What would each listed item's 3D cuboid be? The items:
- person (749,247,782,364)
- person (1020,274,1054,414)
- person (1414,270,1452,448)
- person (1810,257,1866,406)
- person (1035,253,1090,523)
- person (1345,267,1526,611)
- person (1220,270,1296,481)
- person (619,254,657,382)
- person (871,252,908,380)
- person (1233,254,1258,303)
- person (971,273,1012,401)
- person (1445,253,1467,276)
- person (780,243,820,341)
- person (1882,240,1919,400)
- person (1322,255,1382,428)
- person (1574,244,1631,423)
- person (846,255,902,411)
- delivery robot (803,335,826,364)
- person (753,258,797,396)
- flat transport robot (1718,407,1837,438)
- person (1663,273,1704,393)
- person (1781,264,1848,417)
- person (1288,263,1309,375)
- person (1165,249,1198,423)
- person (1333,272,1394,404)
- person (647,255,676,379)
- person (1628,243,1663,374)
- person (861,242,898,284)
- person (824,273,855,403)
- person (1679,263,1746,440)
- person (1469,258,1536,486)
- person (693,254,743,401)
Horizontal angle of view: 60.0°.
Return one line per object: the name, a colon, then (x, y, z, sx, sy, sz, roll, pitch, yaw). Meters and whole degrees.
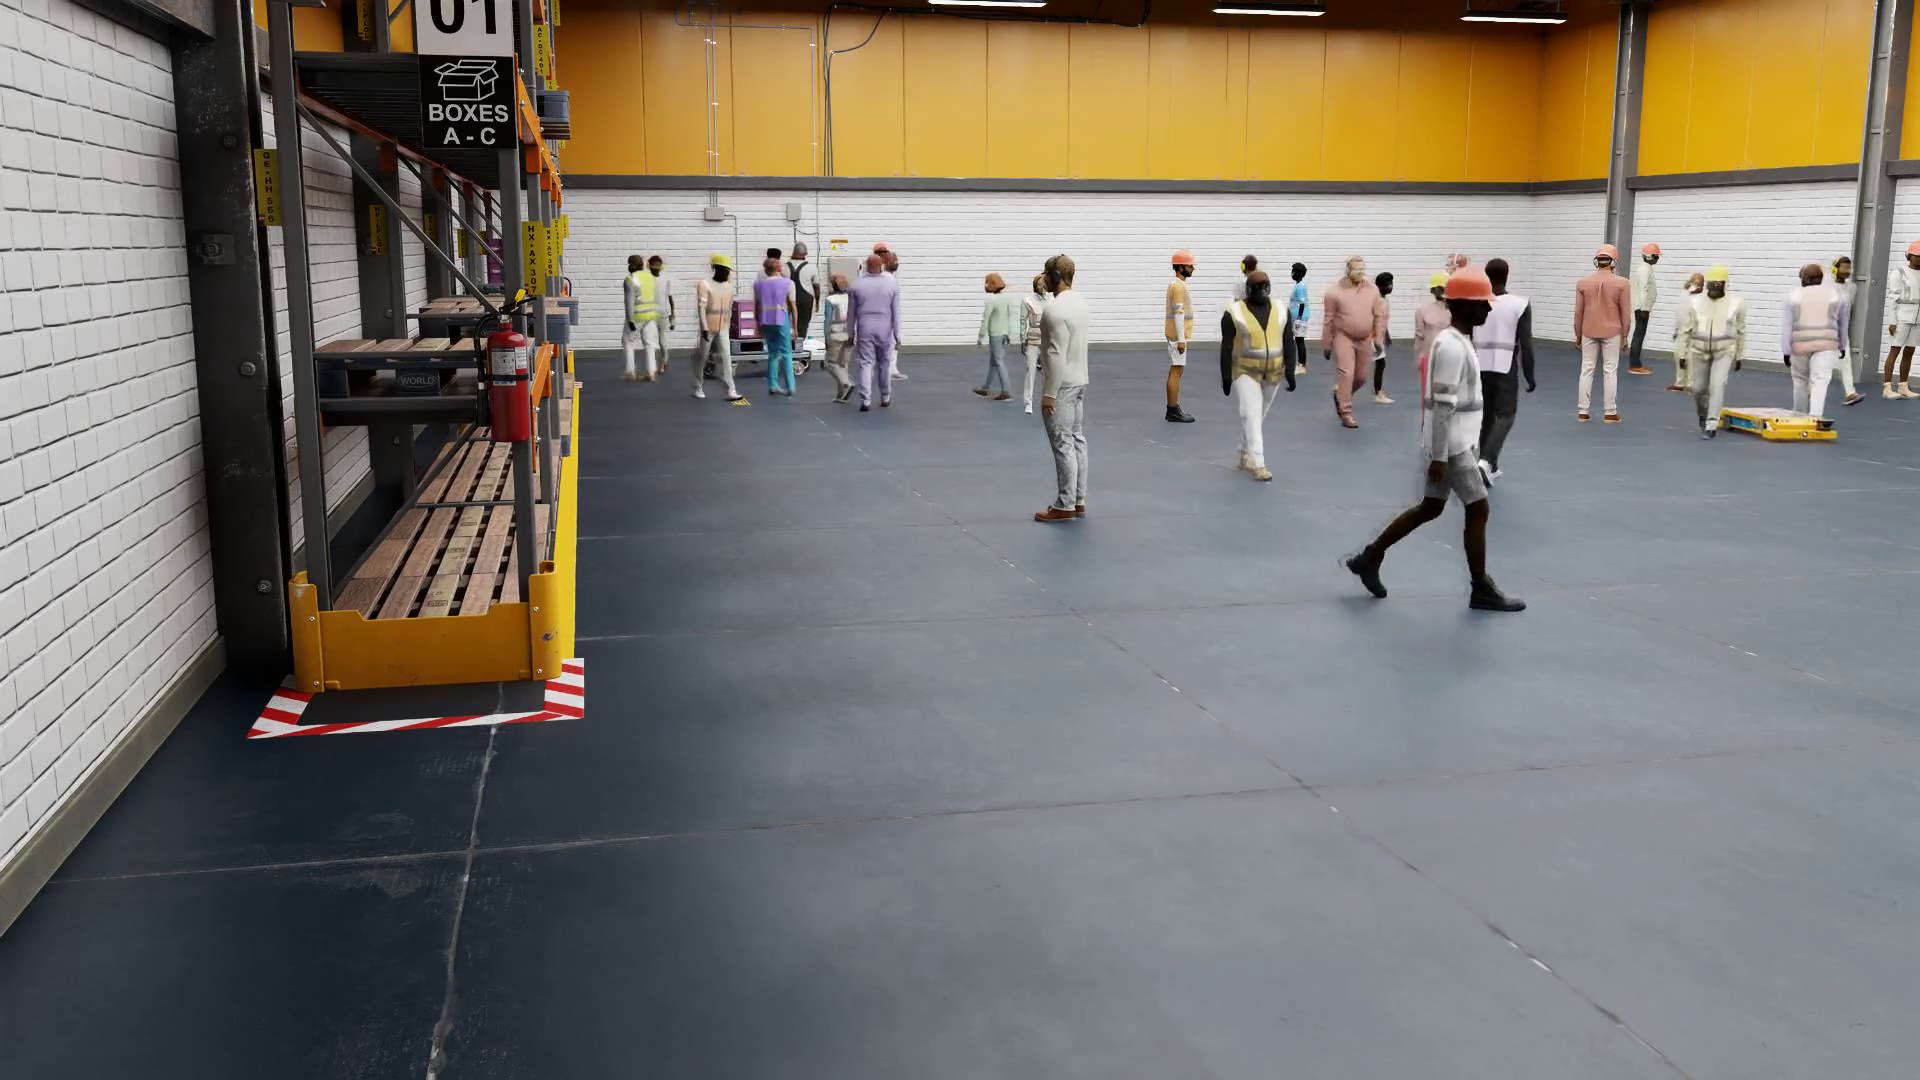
person: (-3.176, -3.774, 26.936, 0.721, 1.932, 0.617, -10, 14, -43)
person: (0.951, -2.312, 19.626, 0.523, 1.639, 0.306, -3, 11, -17)
person: (4.783, -1.812, 16.560, 0.521, 1.740, 0.782, 3, 11, 18)
person: (10.827, -2.560, 20.482, 0.556, 1.821, 0.979, -1, 10, -4)
person: (0.744, -1.091, 12.036, 0.354, 1.937, 0.635, 4, 11, 22)
person: (2.648, -0.559, 9.214, 0.946, 1.904, 0.551, 3, 11, 17)
person: (2.569, -1.438, 14.414, 0.617, 1.788, 1.007, -2, 11, -13)
person: (-4.685, -3.196, 24.010, 0.657, 1.819, 0.637, 7, 12, 34)
person: (-1.092, -3.234, 24.103, 0.607, 1.865, 0.595, -2, 10, -10)
person: (3.928, -2.938, 22.509, 0.516, 1.855, 0.602, -3, 11, -18)
person: (0.381, -2.577, 21.158, 0.688, 1.602, 0.526, 6, 12, 31)
person: (5.528, -2.232, 18.508, 0.449, 1.895, 0.653, 7, 12, 33)
person: (-2.683, -4.029, 28.027, 0.689, 2.000, 1.009, 3, 11, 14)
person: (12.174, -2.814, 21.315, 0.605, 2.036, 0.393, -3, 11, -16)
person: (4.282, -2.191, 18.292, 0.645, 1.881, 0.727, -3, 11, -16)
person: (7.170, -2.297, 18.571, 0.609, 1.991, 0.384, 7, 12, 34)
person: (-1.037, -2.503, 20.089, 0.667, 1.864, 0.906, 0, 10, 0)
delivery robot: (-2.313, -2.944, 25.878, 0.707, 0.478, 0.477, -5, 11, -27)
person: (-2.417, -2.786, 21.819, 0.575, 1.809, 0.464, 2, 10, 11)
flat transport robot: (8.525, -1.239, 17.477, 0.652, 0.197, 1.431, 0, 10, 0)
person: (9.703, -2.756, 22.190, 0.295, 1.611, 0.617, -4, 11, -19)
person: (9.061, -2.025, 17.671, 0.639, 1.783, 1.007, 5, 11, 26)
person: (5.120, -3.339, 25.161, 0.317, 1.694, 0.540, 1, 10, 8)
person: (2.480, -2.291, 18.685, 0.356, 1.939, 0.543, 1, 10, 3)
person: (5.067, -2.531, 20.806, 0.760, 1.653, 0.549, 4, 11, 22)
person: (-4.484, -3.322, 24.711, 0.531, 1.831, 0.939, 0, 10, -2)
person: (10.455, -3.528, 25.386, 0.402, 1.990, 0.622, 4, 11, 21)
person: (-1.356, -3.975, 27.840, 0.683, 2.000, 0.737, -2, 10, -10)
person: (-1.465, -2.493, 20.676, 0.465, 1.626, 0.521, 10, 14, 43)
person: (7.805, -1.959, 17.242, 0.601, 1.809, 0.707, 7, 12, 33)
person: (4.474, -1.409, 13.931, 0.605, 1.892, 0.874, 9, 14, 41)
person: (-3.124, -2.709, 21.240, 0.609, 1.859, 1.029, -8, 13, -38)
